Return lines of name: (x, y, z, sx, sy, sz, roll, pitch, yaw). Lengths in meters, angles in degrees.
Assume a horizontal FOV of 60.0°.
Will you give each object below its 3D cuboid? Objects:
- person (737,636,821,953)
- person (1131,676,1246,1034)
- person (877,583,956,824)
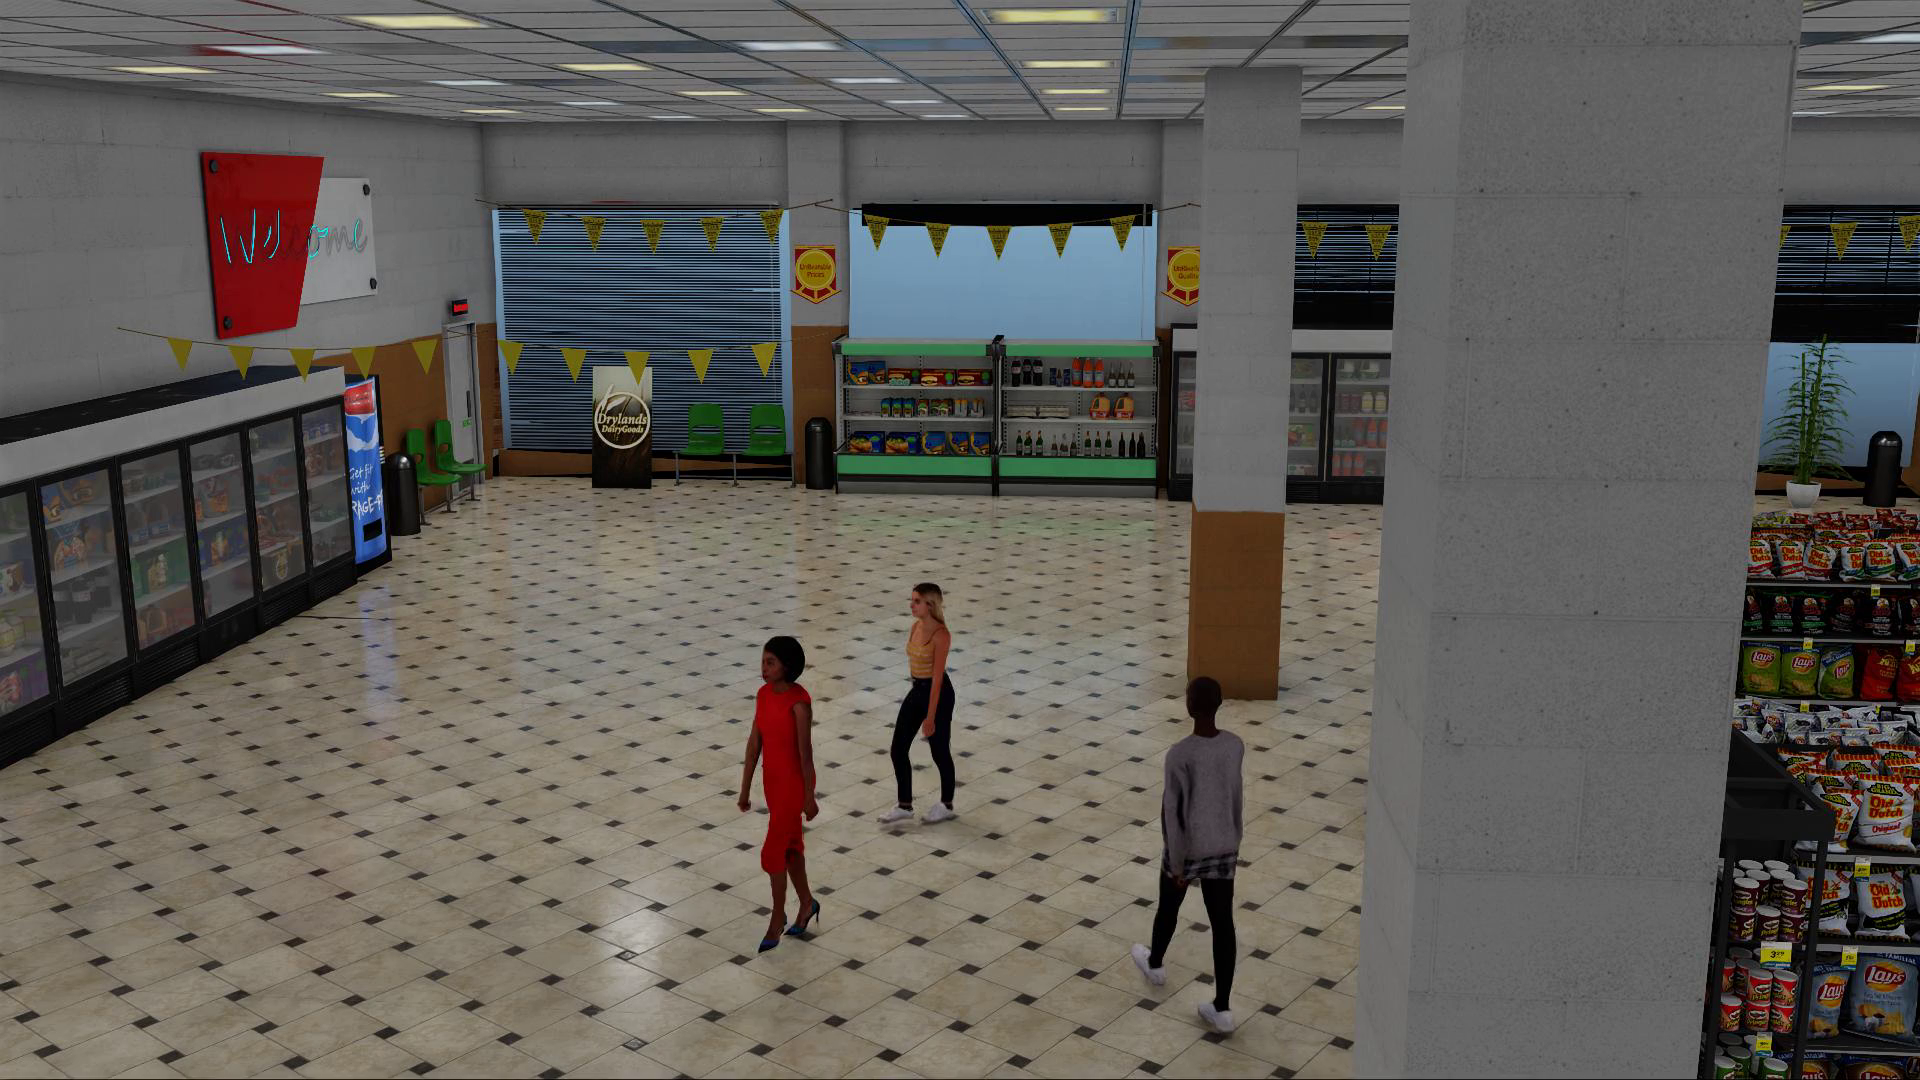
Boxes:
person: (-0.882, 1.360, 9.129, 0.853, 1.728, 0.798, -11, 16, -41)
person: (1.244, 1.561, 8.148, 1.075, 1.740, 0.968, -4, 13, -18)
person: (-0.127, 1.062, 10.823, 0.903, 1.613, 0.830, -8, 14, -34)
